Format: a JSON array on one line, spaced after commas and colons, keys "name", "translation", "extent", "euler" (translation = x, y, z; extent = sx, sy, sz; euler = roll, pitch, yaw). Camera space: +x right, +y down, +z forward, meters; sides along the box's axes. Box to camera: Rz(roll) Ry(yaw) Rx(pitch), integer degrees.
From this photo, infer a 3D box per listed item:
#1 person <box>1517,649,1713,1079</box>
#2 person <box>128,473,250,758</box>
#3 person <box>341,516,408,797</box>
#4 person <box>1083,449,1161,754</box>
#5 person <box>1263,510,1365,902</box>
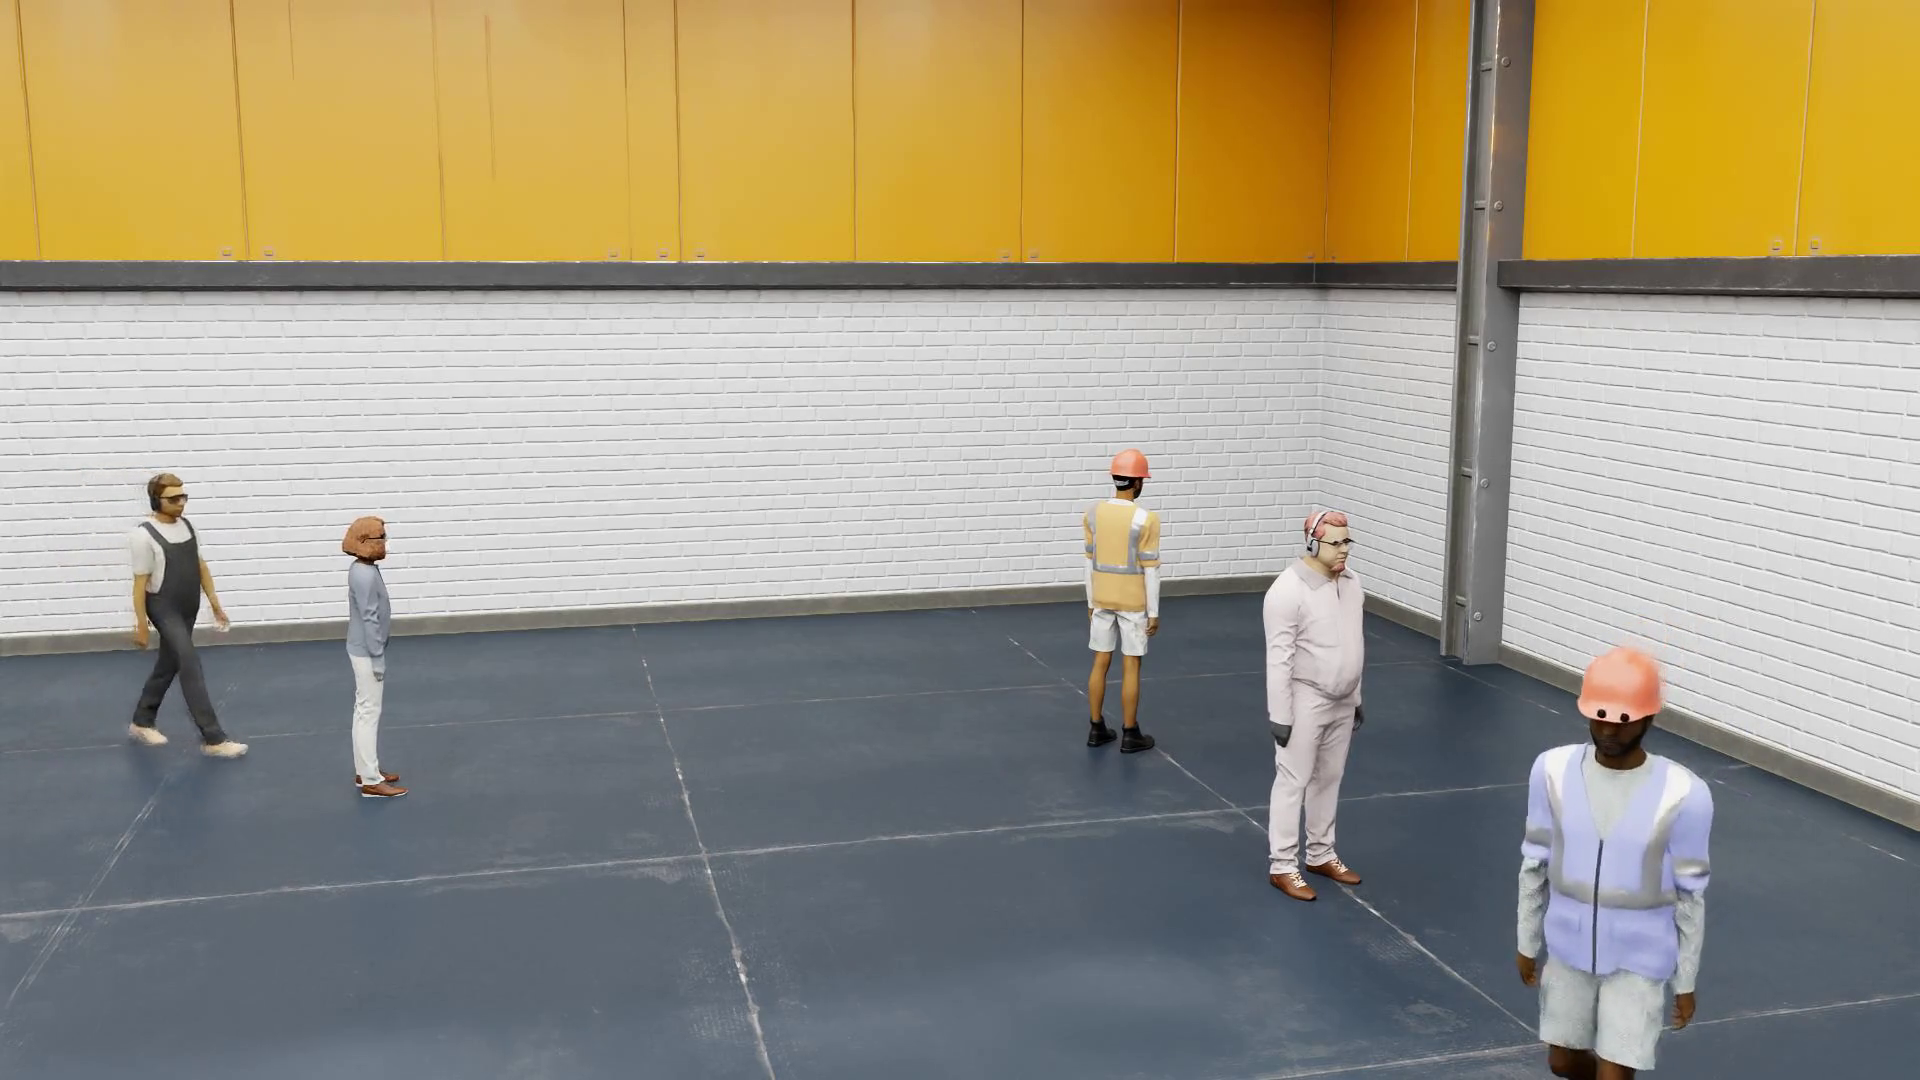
[{"name": "person", "translation": [2.056, 1.249, 5.221], "extent": [0.556, 1.920, 0.766], "euler": [7, 12, 38]}, {"name": "person", "translation": [-4.963, 0.464, 10.477], "extent": [0.959, 1.806, 0.511], "euler": [2, 9, 12]}, {"name": "person", "translation": [-3.427, 0.671, 9.696], "extent": [0.282, 1.634, 0.498], "euler": [-4, 10, -23]}, {"name": "person", "translation": [1.044, 0.386, 10.568], "extent": [0.542, 1.932, 0.382], "euler": [6, 11, 35]}, {"name": "person", "translation": [1.755, 0.795, 8.110], "extent": [0.644, 1.903, 0.401], "euler": [-8, 12, -40]}]
